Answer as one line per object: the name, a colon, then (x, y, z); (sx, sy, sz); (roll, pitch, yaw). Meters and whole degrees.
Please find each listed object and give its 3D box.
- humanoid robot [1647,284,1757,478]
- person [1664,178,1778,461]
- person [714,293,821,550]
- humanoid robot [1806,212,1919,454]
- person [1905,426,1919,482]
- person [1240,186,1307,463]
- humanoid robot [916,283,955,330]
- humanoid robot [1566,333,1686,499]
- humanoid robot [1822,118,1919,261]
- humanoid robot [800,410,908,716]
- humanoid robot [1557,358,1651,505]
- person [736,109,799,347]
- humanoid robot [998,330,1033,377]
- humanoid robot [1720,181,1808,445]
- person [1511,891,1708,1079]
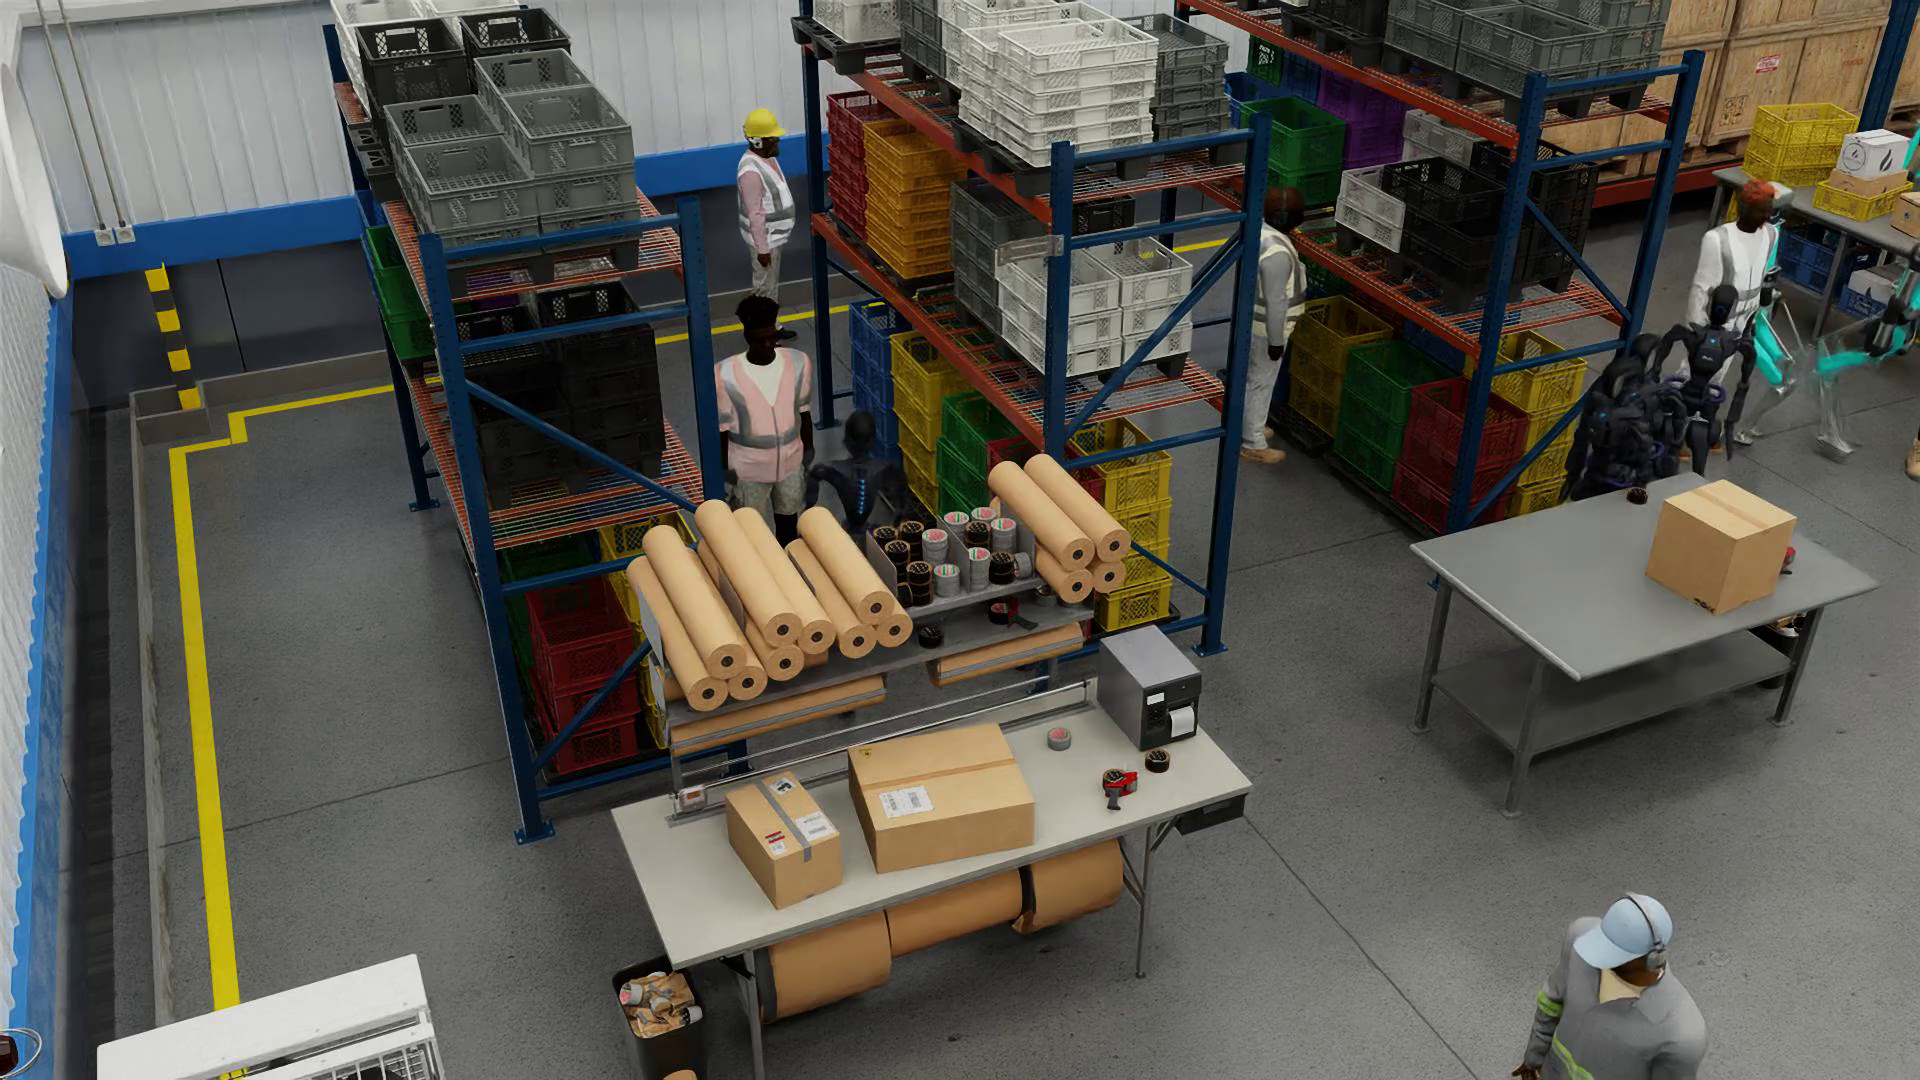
humanoid robot: (4.268, -0.707, 9.767); (0.584, 1.645, 0.414); (11, 33, 18)
person: (4.907, -1.416, 10.729); (0.582, 1.882, 0.339); (-12, 34, -18)
person: (-1.046, -0.416, 9.028); (0.603, 1.966, 0.367); (-16, 35, -25)
humanoid robot: (5.882, -1.396, 10.748); (0.534, 1.714, 0.734); (-23, 38, -32)
person: (6.418, -1.255, 10.335); (0.601, 2.034, 0.413); (9, 33, 15)
person: (2.001, -1.397, 10.745); (0.429, 1.838, 0.634); (-1, 32, -2)
humanoid robot: (-0.190, -2.240, 12.103); (0.726, 1.691, 0.532); (-18, 36, -27)
humanoid robot: (3.666, -0.346, 9.186); (0.597, 1.654, 0.381); (21, 37, 30)
humanoid robot: (7.053, -2.604, 12.852); (0.788, 1.816, 0.539); (22, 38, 31)
humanoid robot: (-0.561, 0.084, 8.520); (0.608, 1.639, 0.603); (-7, 32, -12)
humanoid robot: (3.494, -0.244, 9.018); (0.329, 1.641, 0.609); (-10, 33, -16)
person: (-1.393, -2.230, 12.100); (0.404, 1.833, 0.588); (1, 32, 2)
humanoid robot: (0.452, -1.888, 11.693); (0.600, 1.660, 0.339); (-18, 36, -27)
humanoid robot: (5.298, -1.407, 10.842); (0.531, 1.783, 0.721); (-25, 39, -34)
person: (2.050, 1.852, 5.458); (0.396, 1.847, 0.588); (-13, 34, -20)
